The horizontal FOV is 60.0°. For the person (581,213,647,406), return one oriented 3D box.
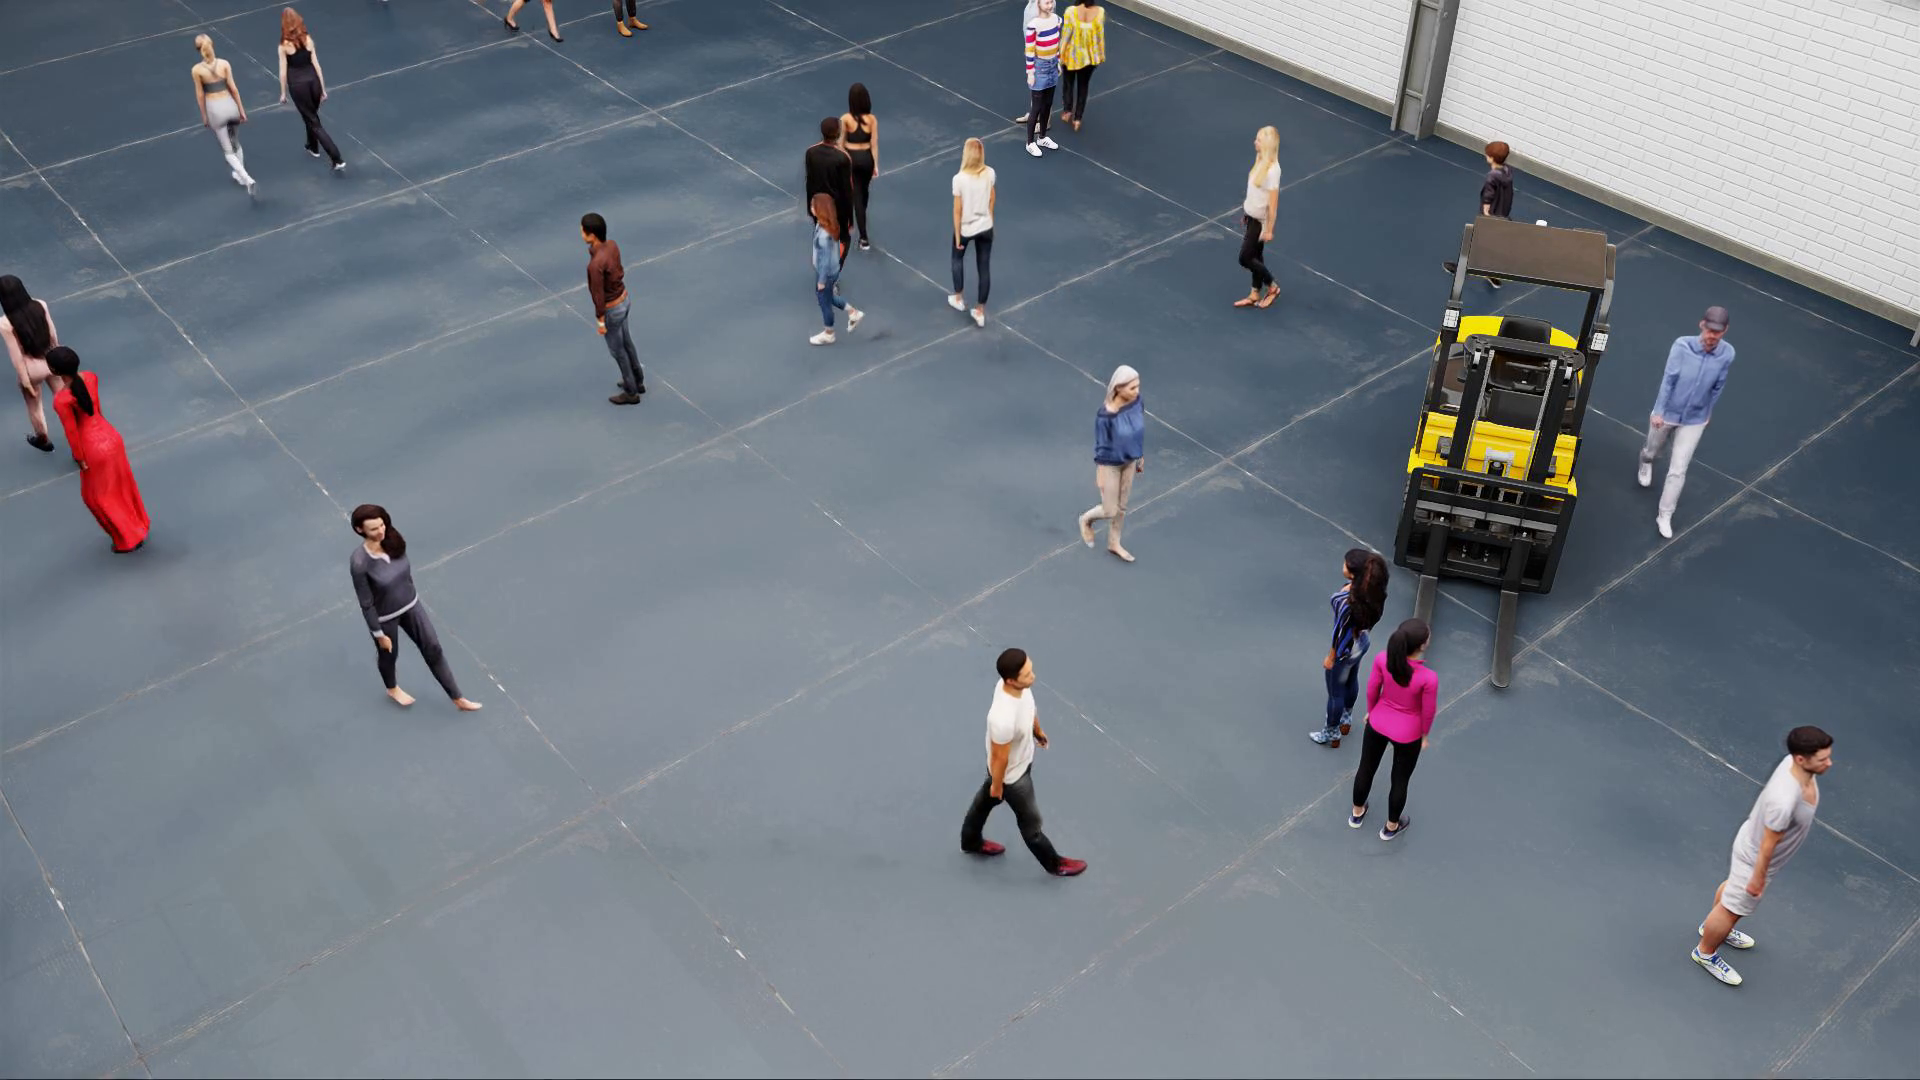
[{"bbox_3d":[-2.923,-1.952,14.072,0.753,1.770,0.713,6,39,8],"label":"person"}]

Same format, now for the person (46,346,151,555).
[{"bbox_3d":[-6.420,-0.673,12.466,0.858,1.787,0.806,8,39,10],"label":"person"}]

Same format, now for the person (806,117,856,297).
[{"bbox_3d":[-1.227,-3.024,15.396,0.922,1.795,0.956,9,39,11],"label":"person"}]

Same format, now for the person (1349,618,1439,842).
[{"bbox_3d":[2.670,1.164,10.236,0.569,1.699,0.694,25,45,28],"label":"person"}]

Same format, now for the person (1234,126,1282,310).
[{"bbox_3d":[2.848,-2.939,15.269,0.820,1.819,0.765,-4,39,-5],"label":"person"}]

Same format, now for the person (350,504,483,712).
[{"bbox_3d":[-3.842,0.458,11.086,1.119,1.733,0.870,20,43,23],"label":"person"}]

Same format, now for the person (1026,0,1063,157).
[{"bbox_3d":[0.899,-5.061,17.935,0.663,1.809,0.514,-31,48,-33],"label":"person"}]

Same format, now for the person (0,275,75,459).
[{"bbox_3d":[-7.290,-1.322,13.349,1.071,1.688,0.871,18,42,21],"label":"person"}]

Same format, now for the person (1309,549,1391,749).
[{"bbox_3d":[2.533,0.696,10.877,0.598,1.621,0.650,28,46,30],"label":"person"}]

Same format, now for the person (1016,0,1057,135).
[{"bbox_3d":[0.871,-5.437,18.376,0.775,1.847,0.595,-14,41,-17],"label":"person"}]

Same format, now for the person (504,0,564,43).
[{"bbox_3d":[-5.353,-6.931,20.417,1.156,1.633,0.908,14,41,16],"label":"person"}]

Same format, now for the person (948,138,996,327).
[{"bbox_3d":[0.165,-2.749,15.052,0.766,1.793,0.876,-10,40,-13],"label":"person"}]

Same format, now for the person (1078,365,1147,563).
[{"bbox_3d":[1.116,-0.591,12.440,0.615,1.691,0.716,-29,47,-31],"label":"person"}]

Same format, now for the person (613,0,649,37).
[{"bbox_3d":[-4.194,-7.166,20.645,0.613,1.716,0.661,26,45,28],"label":"person"}]

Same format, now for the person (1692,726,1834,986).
[{"bbox_3d":[4.535,1.735,9.390,0.657,1.854,0.738,23,44,26],"label":"person"}]

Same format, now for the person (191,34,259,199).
[{"bbox_3d":[-7.565,-4.342,17.137,0.544,1.681,1.017,-27,46,-30],"label":"person"}]

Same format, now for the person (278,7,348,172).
[{"bbox_3d":[-6.875,-4.721,17.588,1.169,1.710,0.725,28,46,30],"label":"person"}]

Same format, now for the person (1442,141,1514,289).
[{"bbox_3d":[5.069,-3.048,15.722,0.532,1.425,0.787,-25,45,-28],"label":"person"}]

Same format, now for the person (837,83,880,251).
[{"bbox_3d":[-0.989,-3.628,16.306,0.903,1.602,1.148,-7,39,-9],"label":"person"}]

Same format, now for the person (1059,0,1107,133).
[{"bbox_3d":[1.347,-5.299,18.384,0.879,1.620,0.928,-6,39,-8],"label":"person"}]

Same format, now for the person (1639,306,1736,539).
[{"bbox_3d":[5.548,-1.023,12.839,1.180,1.858,1.095,11,40,13],"label":"person"}]

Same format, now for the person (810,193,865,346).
[{"bbox_3d":[-1.118,-2.423,14.907,0.845,1.465,0.803,-4,39,-4],"label":"person"}]

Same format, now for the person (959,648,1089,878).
[{"bbox_3d":[0.206,1.322,9.981,1.151,1.771,1.068,4,39,5],"label":"person"}]
